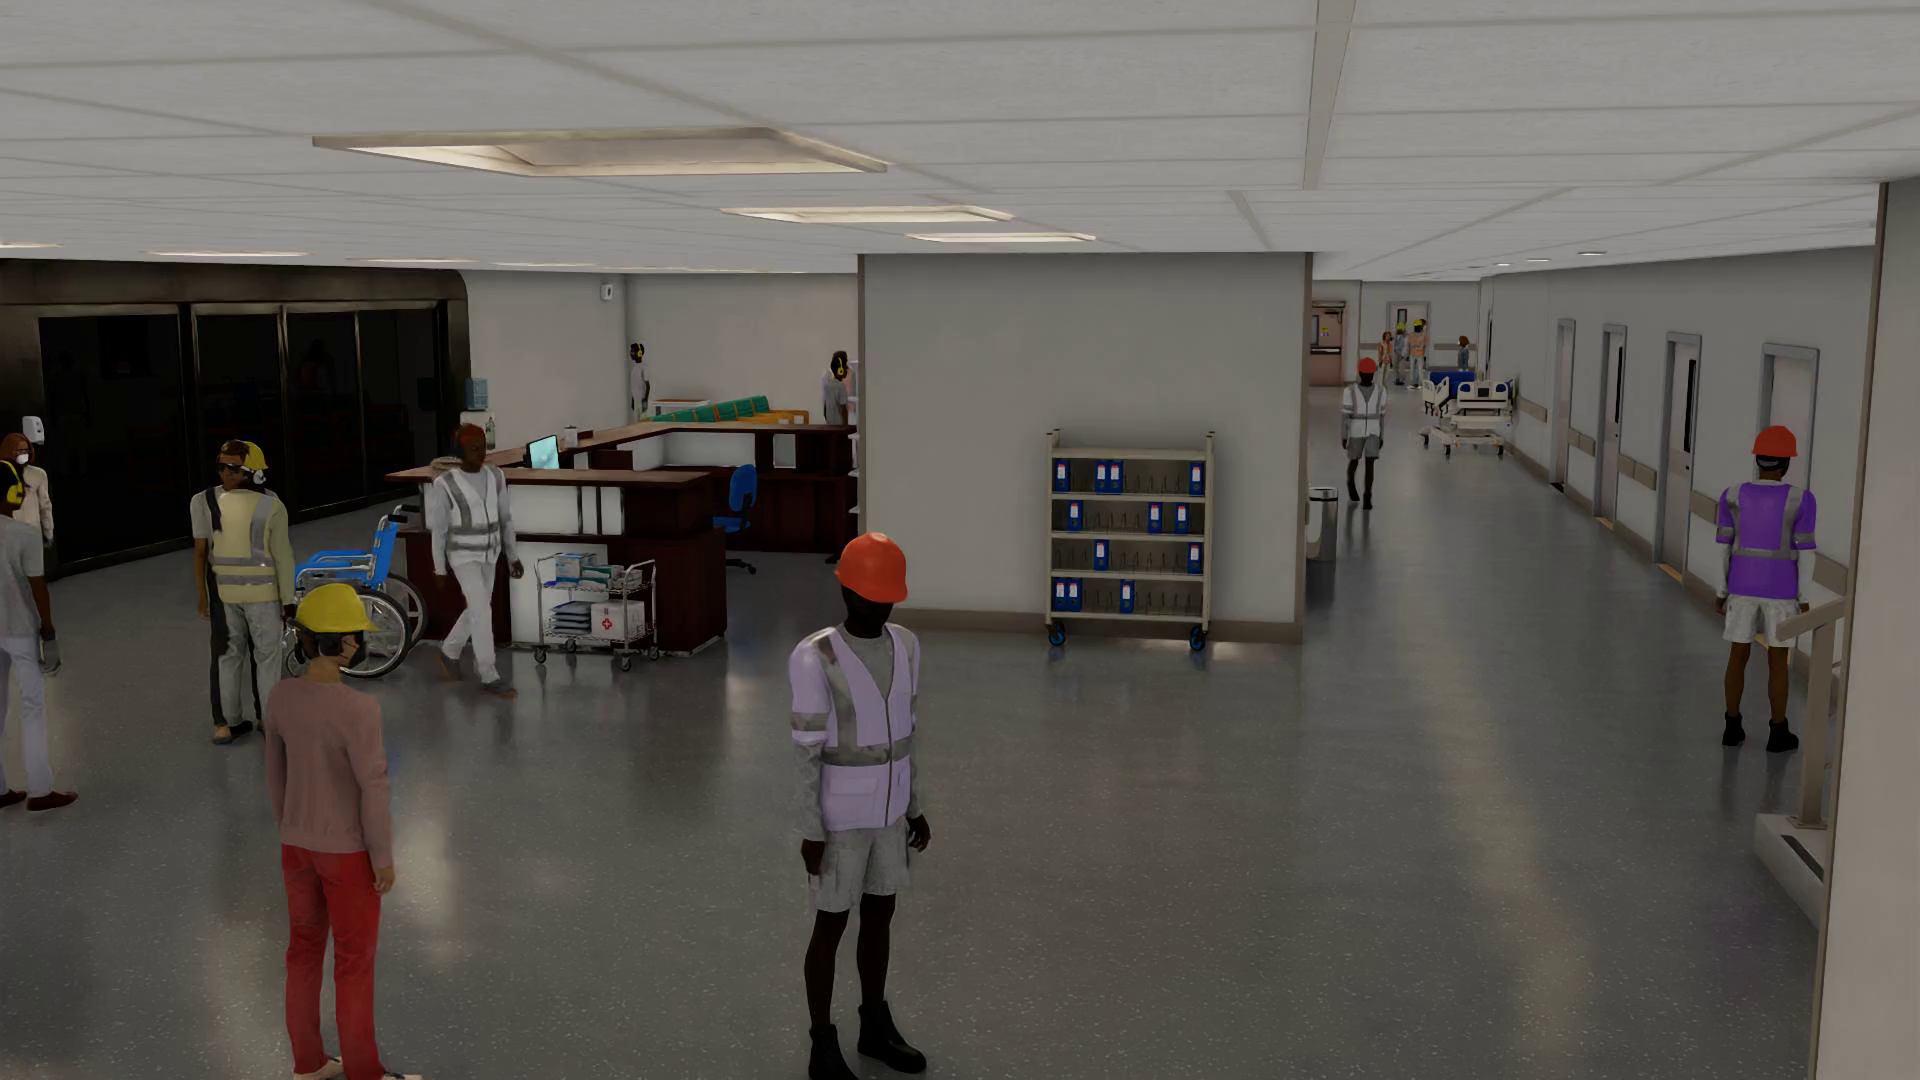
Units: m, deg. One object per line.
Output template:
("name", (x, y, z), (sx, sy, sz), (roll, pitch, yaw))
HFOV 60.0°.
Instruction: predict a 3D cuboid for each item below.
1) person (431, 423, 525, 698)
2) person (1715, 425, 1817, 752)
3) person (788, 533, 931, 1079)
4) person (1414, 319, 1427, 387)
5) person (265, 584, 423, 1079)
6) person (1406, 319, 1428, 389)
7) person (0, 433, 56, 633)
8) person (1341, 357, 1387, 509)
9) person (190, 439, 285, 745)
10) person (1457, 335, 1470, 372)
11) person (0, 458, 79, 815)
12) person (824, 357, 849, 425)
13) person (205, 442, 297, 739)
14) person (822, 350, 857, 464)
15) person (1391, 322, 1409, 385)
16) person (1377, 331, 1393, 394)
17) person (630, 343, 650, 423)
("person", (-3.365, 0.118, 11.342), (0.893, 1.855, 0.576), (5, 10, 30))
("person", (4.790, 0.288, 9.909), (0.545, 1.939, 0.374), (8, 11, 41))
("person", (-0.319, 0.927, 5.699), (0.542, 1.929, 0.374), (-8, 12, -43))
("person", (12.881, -5.241, 46.646), (0.374, 1.928, 0.639), (4, 10, 26))
("person", (-2.099, 1.023, 5.609), (0.526, 1.765, 0.329), (5, 10, 29))
("person", (12.542, -5.095, 45.664), (0.594, 1.926, 0.367), (8, 12, 42))
("person", (-7.394, -0.034, 13.094), (0.285, 1.627, 0.504), (6, 10, 33))
("person", (5.080, -1.365, 21.016), (0.551, 1.910, 0.848), (1, 9, 4))
("person", (-4.363, 0.306, 10.100), (0.505, 1.842, 0.347), (-5, 10, -31))
("person", (12.135, -4.123, 40.184), (0.279, 1.634, 0.499), (0, 9, 0))
("person", (-4.960, 0.508, 8.696), (0.532, 1.865, 0.311), (1, 9, 9))
("person", (-1.571, -1.440, 21.610), (0.314, 1.869, 0.537), (-6, 10, -33))
("person", (-4.308, 0.318, 10.109), (0.595, 1.825, 0.404), (1, 9, 8))
("person", (-1.821, -2.035, 25.782), (0.633, 1.809, 0.808), (-1, 9, -9))
("person", (12.589, -5.323, 47.577), (0.432, 1.805, 0.592), (-4, 9, -25))
("person", (11.152, -4.645, 43.624), (0.513, 1.642, 0.313), (-6, 10, -34))
("person", (-5.229, -2.272, 27.117), (0.327, 1.874, 0.517), (-6, 10, -34))
